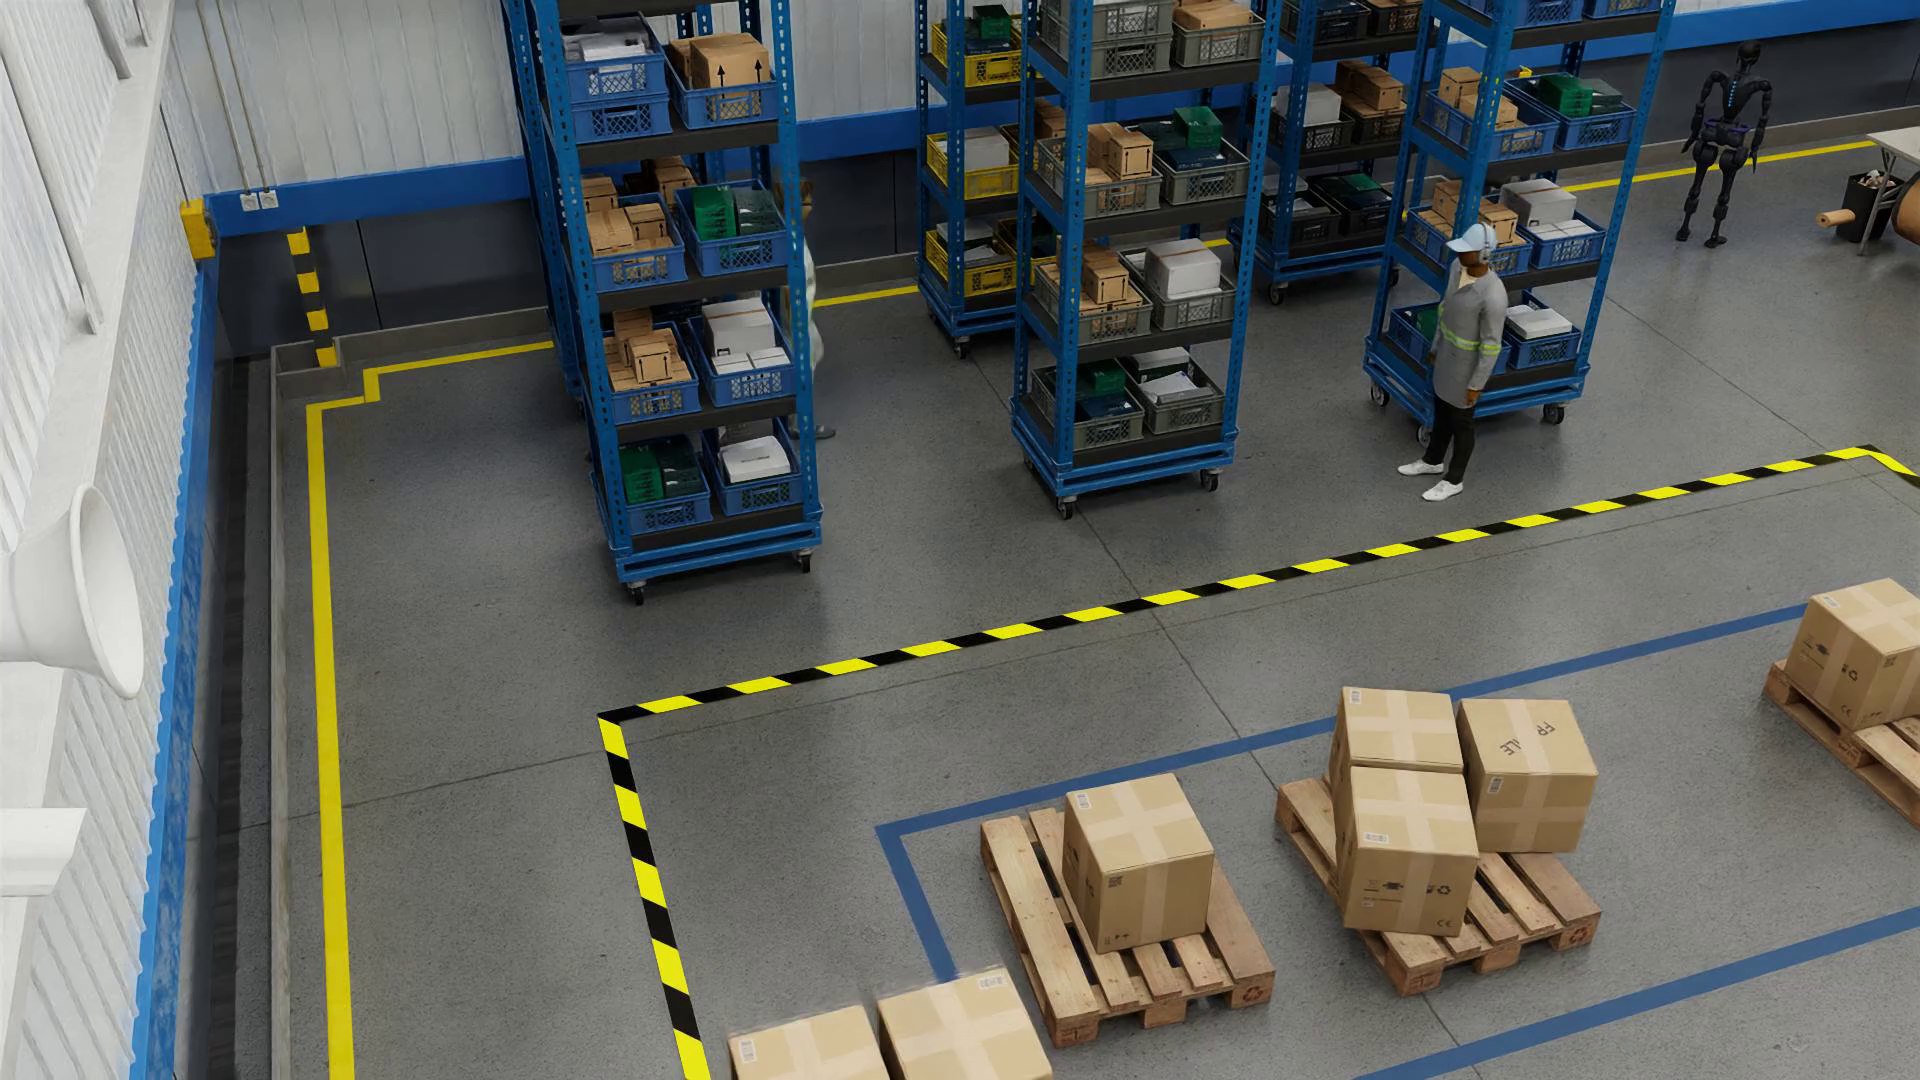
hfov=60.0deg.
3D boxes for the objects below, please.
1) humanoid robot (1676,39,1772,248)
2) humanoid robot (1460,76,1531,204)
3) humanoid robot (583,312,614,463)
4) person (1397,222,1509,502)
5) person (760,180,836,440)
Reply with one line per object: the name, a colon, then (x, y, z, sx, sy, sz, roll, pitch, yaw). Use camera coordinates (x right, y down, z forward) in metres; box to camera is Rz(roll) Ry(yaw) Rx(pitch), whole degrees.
humanoid robot: (6.116, -3.189, 13.342, 0.599, 1.657, 0.315, 25, 42, 31)
humanoid robot: (4.062, -2.735, 12.753, 0.766, 1.636, 0.616, -28, 44, -34)
humanoid robot: (-2.135, -1.132, 10.475, 0.699, 1.631, 0.609, 8, 36, 11)
person: (3.053, -1.094, 10.232, 0.393, 1.853, 0.588, -7, 36, -10)
person: (-1.083, -1.464, 10.777, 0.468, 1.822, 0.584, -6, 36, -8)
